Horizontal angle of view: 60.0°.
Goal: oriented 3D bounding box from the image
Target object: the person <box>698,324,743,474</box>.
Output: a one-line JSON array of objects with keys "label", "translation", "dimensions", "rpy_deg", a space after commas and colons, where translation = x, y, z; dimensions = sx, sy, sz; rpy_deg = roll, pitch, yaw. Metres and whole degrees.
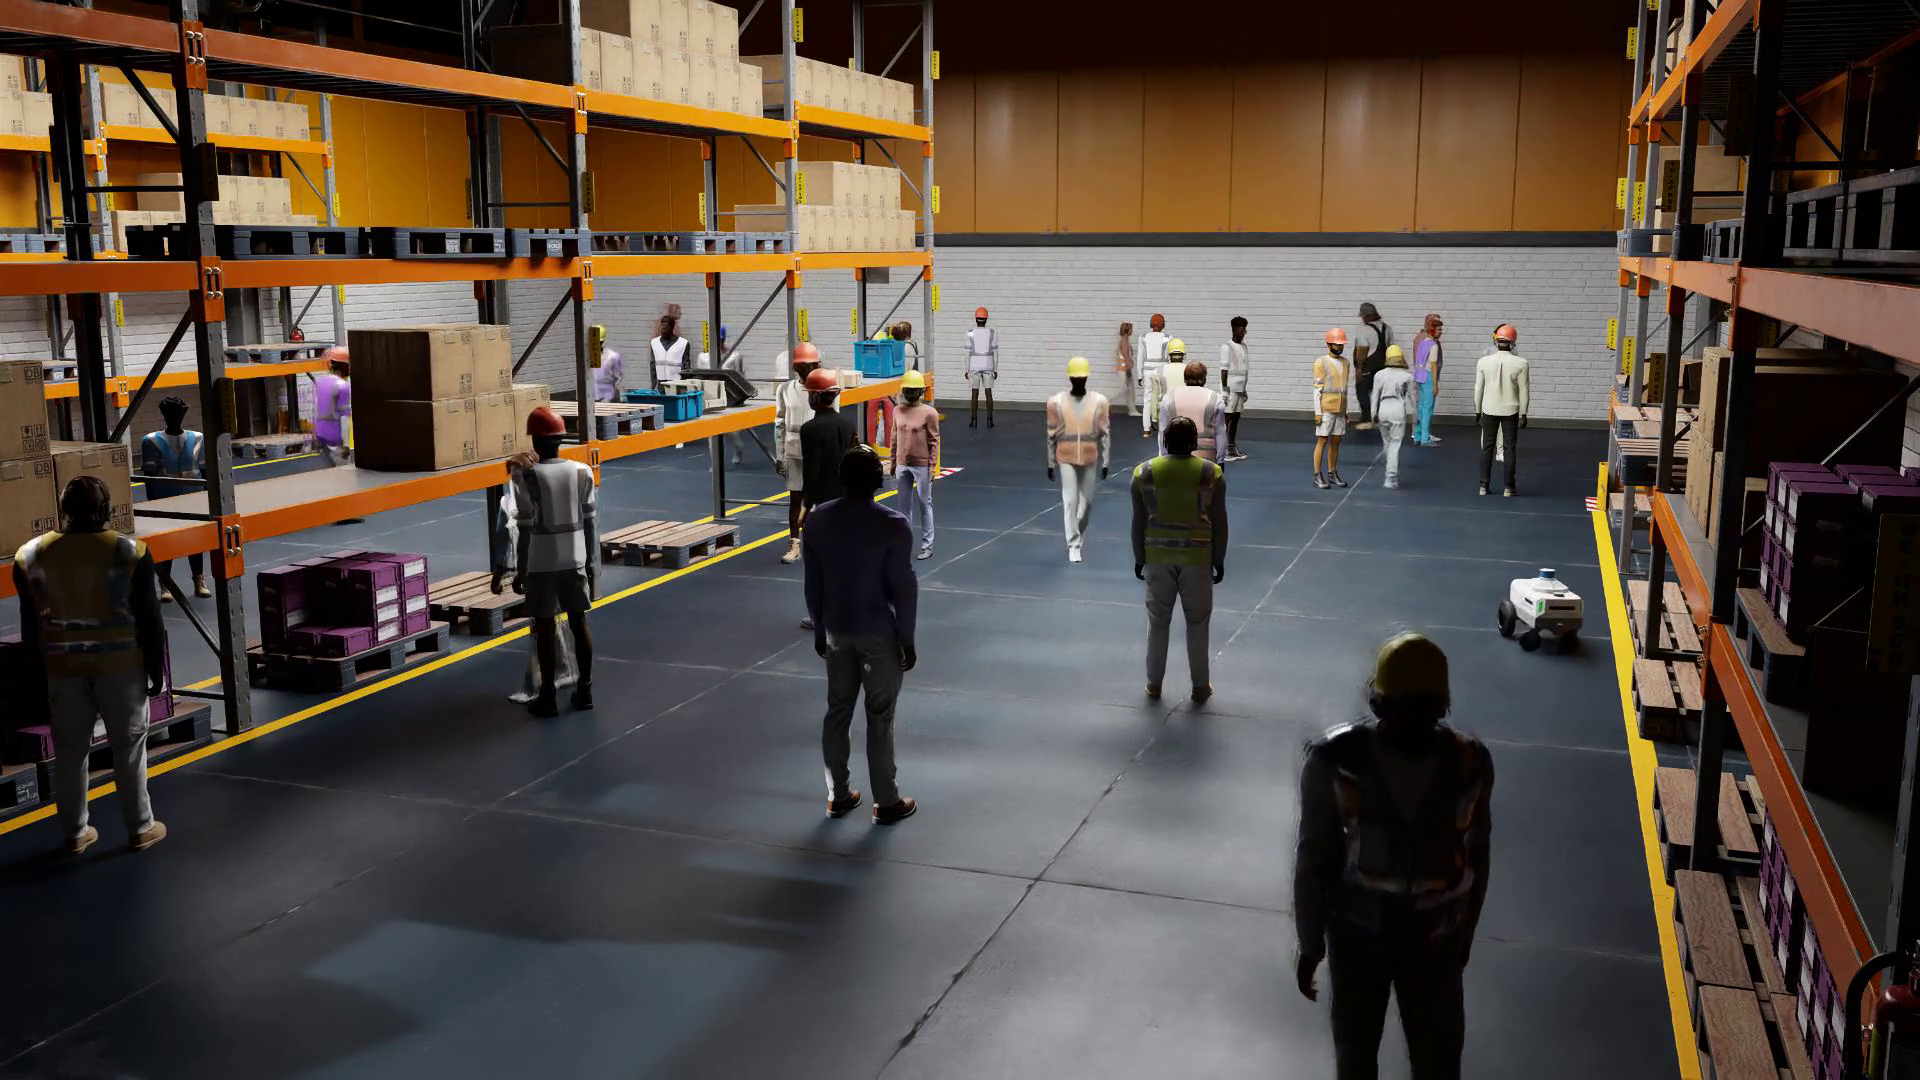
[{"label": "person", "translation": [-3.073, -1.836, 21.475], "dimensions": [0.621, 1.929, 0.668], "rpy_deg": [2, 10, 11]}]

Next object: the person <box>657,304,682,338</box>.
[{"label": "person", "translation": [-5.262, -3.369, 30.333], "dimensions": [0.553, 1.862, 0.735], "rpy_deg": [-6, 12, -30]}]

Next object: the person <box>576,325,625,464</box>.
[{"label": "person", "translation": [-4.826, -1.969, 22.407], "dimensions": [0.631, 1.877, 0.972], "rpy_deg": [2, 10, 11]}]

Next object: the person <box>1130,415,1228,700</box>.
[{"label": "person", "translation": [1.409, 0.119, 10.714], "dimensions": [0.627, 1.844, 0.429], "rpy_deg": [2, 10, 12]}]

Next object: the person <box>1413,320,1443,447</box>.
[{"label": "person", "translation": [6.783, -2.268, 24.147], "dimensions": [0.384, 1.841, 0.565], "rpy_deg": [-1, 10, -5]}]

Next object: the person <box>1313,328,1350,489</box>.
[{"label": "person", "translation": [4.490, -1.579, 20.000], "dimensions": [0.552, 1.936, 0.360], "rpy_deg": [-6, 12, -32]}]

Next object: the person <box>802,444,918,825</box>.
[{"label": "person", "translation": [-0.491, 0.476, 8.426], "dimensions": [0.631, 1.940, 0.369], "rpy_deg": [5, 11, 25]}]

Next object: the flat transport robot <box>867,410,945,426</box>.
[{"label": "flat transport robot", "translation": [-0.954, -2.036, 27.268], "dimensions": [0.652, 0.197, 1.431], "rpy_deg": [8, 13, 38]}]

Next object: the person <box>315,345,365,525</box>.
[{"label": "person", "translation": [-6.523, -1.055, 17.197], "dimensions": [0.551, 1.900, 0.732], "rpy_deg": [9, 13, 40]}]

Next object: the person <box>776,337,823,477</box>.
[{"label": "person", "translation": [-2.063, -1.779, 21.378], "dimensions": [0.664, 1.860, 0.984], "rpy_deg": [2, 10, 13]}]

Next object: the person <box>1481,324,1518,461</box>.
[{"label": "person", "translation": [7.270, -1.973, 22.414], "dimensions": [0.531, 1.870, 0.316], "rpy_deg": [-2, 10, -9]}]

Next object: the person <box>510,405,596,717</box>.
[{"label": "person", "translation": [-2.533, 0.132, 10.361], "dimensions": [0.543, 1.941, 0.358], "rpy_deg": [-7, 12, -36]}]

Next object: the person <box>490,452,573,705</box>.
[{"label": "person", "translation": [-2.770, 0.246, 10.644], "dimensions": [0.535, 1.599, 0.789], "rpy_deg": [6, 12, 29]}]

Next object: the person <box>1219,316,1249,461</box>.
[{"label": "person", "translation": [3.744, -2.070, 22.690], "dimensions": [0.367, 1.963, 0.609], "rpy_deg": [8, 13, 38]}]

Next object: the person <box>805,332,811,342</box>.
[{"label": "person", "translation": [-2.295, -2.218, 24.222], "dimensions": [0.745, 1.723, 0.574], "rpy_deg": [-10, 14, -44]}]

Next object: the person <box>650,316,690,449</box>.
[{"label": "person", "translation": [-4.167, -2.268, 23.953], "dimensions": [0.588, 1.915, 0.398], "rpy_deg": [2, 10, 9]}]

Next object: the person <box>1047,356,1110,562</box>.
[{"label": "person", "translation": [1.102, -0.784, 15.629], "dimensions": [0.590, 1.905, 0.781], "rpy_deg": [-1, 10, -3]}]

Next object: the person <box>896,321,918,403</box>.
[{"label": "person", "translation": [-0.768, -2.210, 23.837], "dimensions": [0.345, 1.840, 0.504], "rpy_deg": [2, 10, 11]}]

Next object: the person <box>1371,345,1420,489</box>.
[{"label": "person", "translation": [5.238, -1.483, 20.092], "dimensions": [0.546, 1.703, 0.711], "rpy_deg": [7, 12, 33]}]

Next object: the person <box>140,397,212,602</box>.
[{"label": "person", "translation": [-6.445, -0.340, 13.718], "dimensions": [0.531, 1.692, 0.320], "rpy_deg": [-7, 12, -35]}]

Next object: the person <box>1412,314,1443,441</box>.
[{"label": "person", "translation": [7.016, -2.432, 24.913], "dimensions": [0.399, 1.902, 0.642], "rpy_deg": [-1, 10, -8]}]

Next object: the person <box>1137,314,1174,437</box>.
[{"label": "person", "translation": [2.990, -2.500, 25.337], "dimensions": [0.584, 1.883, 0.339], "rpy_deg": [4, 11, 21]}]

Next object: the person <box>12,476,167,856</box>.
[{"label": "person", "translation": [-4.146, 0.606, 7.996], "dimensions": [0.629, 1.837, 0.429], "rpy_deg": [-2, 10, -13]}]

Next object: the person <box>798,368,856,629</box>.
[{"label": "person", "translation": [-1.028, -0.308, 12.682], "dimensions": [0.395, 1.994, 0.612], "rpy_deg": [6, 12, 31]}]

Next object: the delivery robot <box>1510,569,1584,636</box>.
[{"label": "delivery robot", "translation": [4.293, 0.454, 12.184], "dimensions": [0.477, 0.478, 0.707], "rpy_deg": [0, 10, 1]}]

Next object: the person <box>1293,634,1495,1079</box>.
[{"label": "person", "translation": [1.274, 1.177, 4.859], "dimensions": [0.599, 1.804, 0.757], "rpy_deg": [1, 10, 6]}]

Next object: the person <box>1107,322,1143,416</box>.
[{"label": "person", "translation": [2.779, -2.898, 28.315], "dimensions": [0.678, 1.617, 0.537], "rpy_deg": [2, 10, 12]}]

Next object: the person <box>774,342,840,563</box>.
[{"label": "person", "translation": [-1.406, -0.792, 15.267], "dimensions": [0.608, 2.047, 0.365], "rpy_deg": [1, 10, 8]}]

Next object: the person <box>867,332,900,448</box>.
[{"label": "person", "translation": [-1.069, -1.929, 22.465], "dimensions": [0.534, 1.765, 0.323], "rpy_deg": [-1, 10, -6]}]

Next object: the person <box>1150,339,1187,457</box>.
[{"label": "person", "translation": [2.551, -1.470, 19.725], "dimensions": [0.591, 1.823, 0.405], "rpy_deg": [0, 10, 1]}]

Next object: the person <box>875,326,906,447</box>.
[{"label": "person", "translation": [-0.872, -2.046, 22.995], "dimensions": [0.987, 1.823, 0.539], "rpy_deg": [3, 10, 15]}]

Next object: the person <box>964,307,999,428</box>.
[{"label": "person", "translation": [0.341, -2.763, 26.671], "dimensions": [0.549, 1.937, 0.358], "rpy_deg": [-1, 10, -4]}]

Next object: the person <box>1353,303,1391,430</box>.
[{"label": "person", "translation": [6.509, -2.769, 26.414], "dimensions": [0.716, 2.000, 0.580], "rpy_deg": [-7, 12, -35]}]

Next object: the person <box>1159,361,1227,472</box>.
[{"label": "person", "translation": [2.205, -0.770, 15.723], "dimensions": [0.634, 1.839, 0.429], "rpy_deg": [3, 11, 17]}]

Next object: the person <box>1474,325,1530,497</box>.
[{"label": "person", "translation": [6.322, -1.503, 19.413], "dimensions": [0.623, 1.993, 0.384], "rpy_deg": [6, 12, 29]}]

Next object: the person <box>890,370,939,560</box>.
[{"label": "person", "translation": [-0.437, -0.699, 15.525], "dimensions": [0.523, 1.772, 0.308], "rpy_deg": [6, 12, 31]}]
